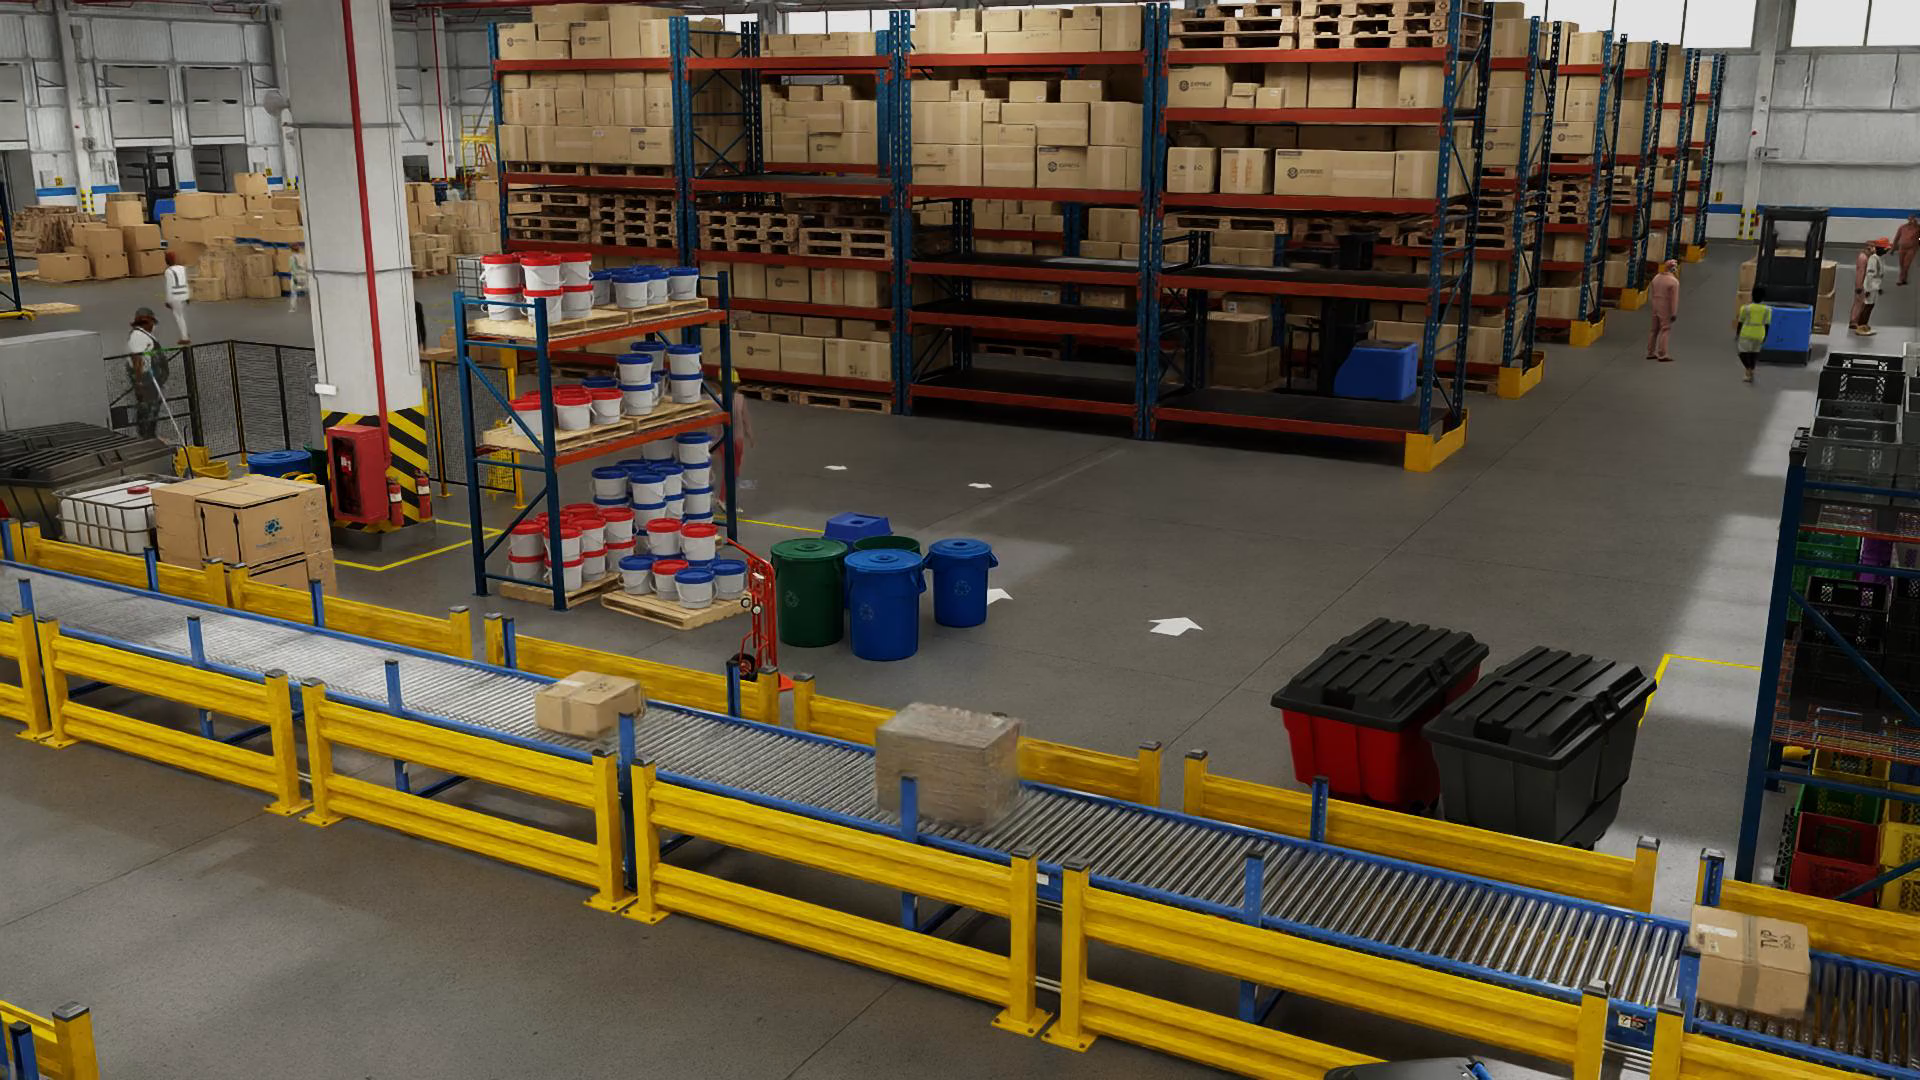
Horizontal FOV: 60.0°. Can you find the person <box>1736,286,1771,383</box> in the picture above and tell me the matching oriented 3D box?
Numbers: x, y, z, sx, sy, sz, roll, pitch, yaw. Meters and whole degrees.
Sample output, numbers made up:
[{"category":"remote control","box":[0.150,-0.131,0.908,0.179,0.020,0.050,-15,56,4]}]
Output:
[{"category":"person","box":[13.628,-3.498,28.544,0.534,1.684,0.600,1,15,5]}]

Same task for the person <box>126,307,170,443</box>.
[{"category":"person","box":[-11.337,-2.271,23.246,0.534,2.000,0.843,-5,16,-18]}]

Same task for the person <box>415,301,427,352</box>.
[{"category":"person","box":[-9.076,-3.264,27.103,0.646,1.968,0.807,-10,18,-33]}]

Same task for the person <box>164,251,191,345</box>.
[{"category":"person","box":[-15.613,-4.809,33.112,0.494,1.865,0.617,2,15,9]}]

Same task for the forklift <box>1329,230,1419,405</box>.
[{"category":"forklift","box":[6.156,-3.417,25.945,1.873,2.768,1.129,8,17,28]}]

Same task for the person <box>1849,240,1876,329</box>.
[{"category":"person","box":[19.295,-5.435,35.427,0.636,1.900,0.399,-14,20,-41]}]

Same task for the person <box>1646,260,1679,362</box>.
[{"category":"person","box":[13.190,-4.288,31.107,0.400,1.901,0.645,-5,16,-18]}]

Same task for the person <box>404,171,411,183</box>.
[{"category":"person","box":[-23.237,-14.508,69.555,0.635,1.893,1.033,1,15,4]}]

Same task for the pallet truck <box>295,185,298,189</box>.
[{"category":"pallet truck","box":[-26.804,-14.617,69.738,1.885,1.965,0.823,-14,20,-42]}]

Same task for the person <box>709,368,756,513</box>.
[{"category":"person","box":[-2.684,-1.165,19.640,0.390,1.753,0.526,10,18,33]}]

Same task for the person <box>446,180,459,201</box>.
[{"category":"person","box":[-18.342,-12.064,60.285,0.641,1.924,0.615,12,19,37]}]

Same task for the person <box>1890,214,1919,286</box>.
[{"category":"person","box":[24.836,-7.610,43.642,0.715,1.863,0.736,-10,18,-32]}]

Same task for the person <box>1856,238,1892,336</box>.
[{"category":"person","box":[18.923,-5.228,34.391,0.425,2.034,0.606,14,20,42]}]

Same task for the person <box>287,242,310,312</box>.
[{"category":"person","box":[-15.151,-6.040,38.246,0.734,1.611,0.515,4,15,15]}]

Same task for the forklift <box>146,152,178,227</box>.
[{"category":"forklift","box":[-30.086,-13.242,62.882,1.873,2.768,1.129,8,17,28]}]

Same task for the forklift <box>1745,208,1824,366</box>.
[{"category":"forklift","box":[15.393,-4.759,30.990,1.129,2.768,1.873,8,17,27]}]
